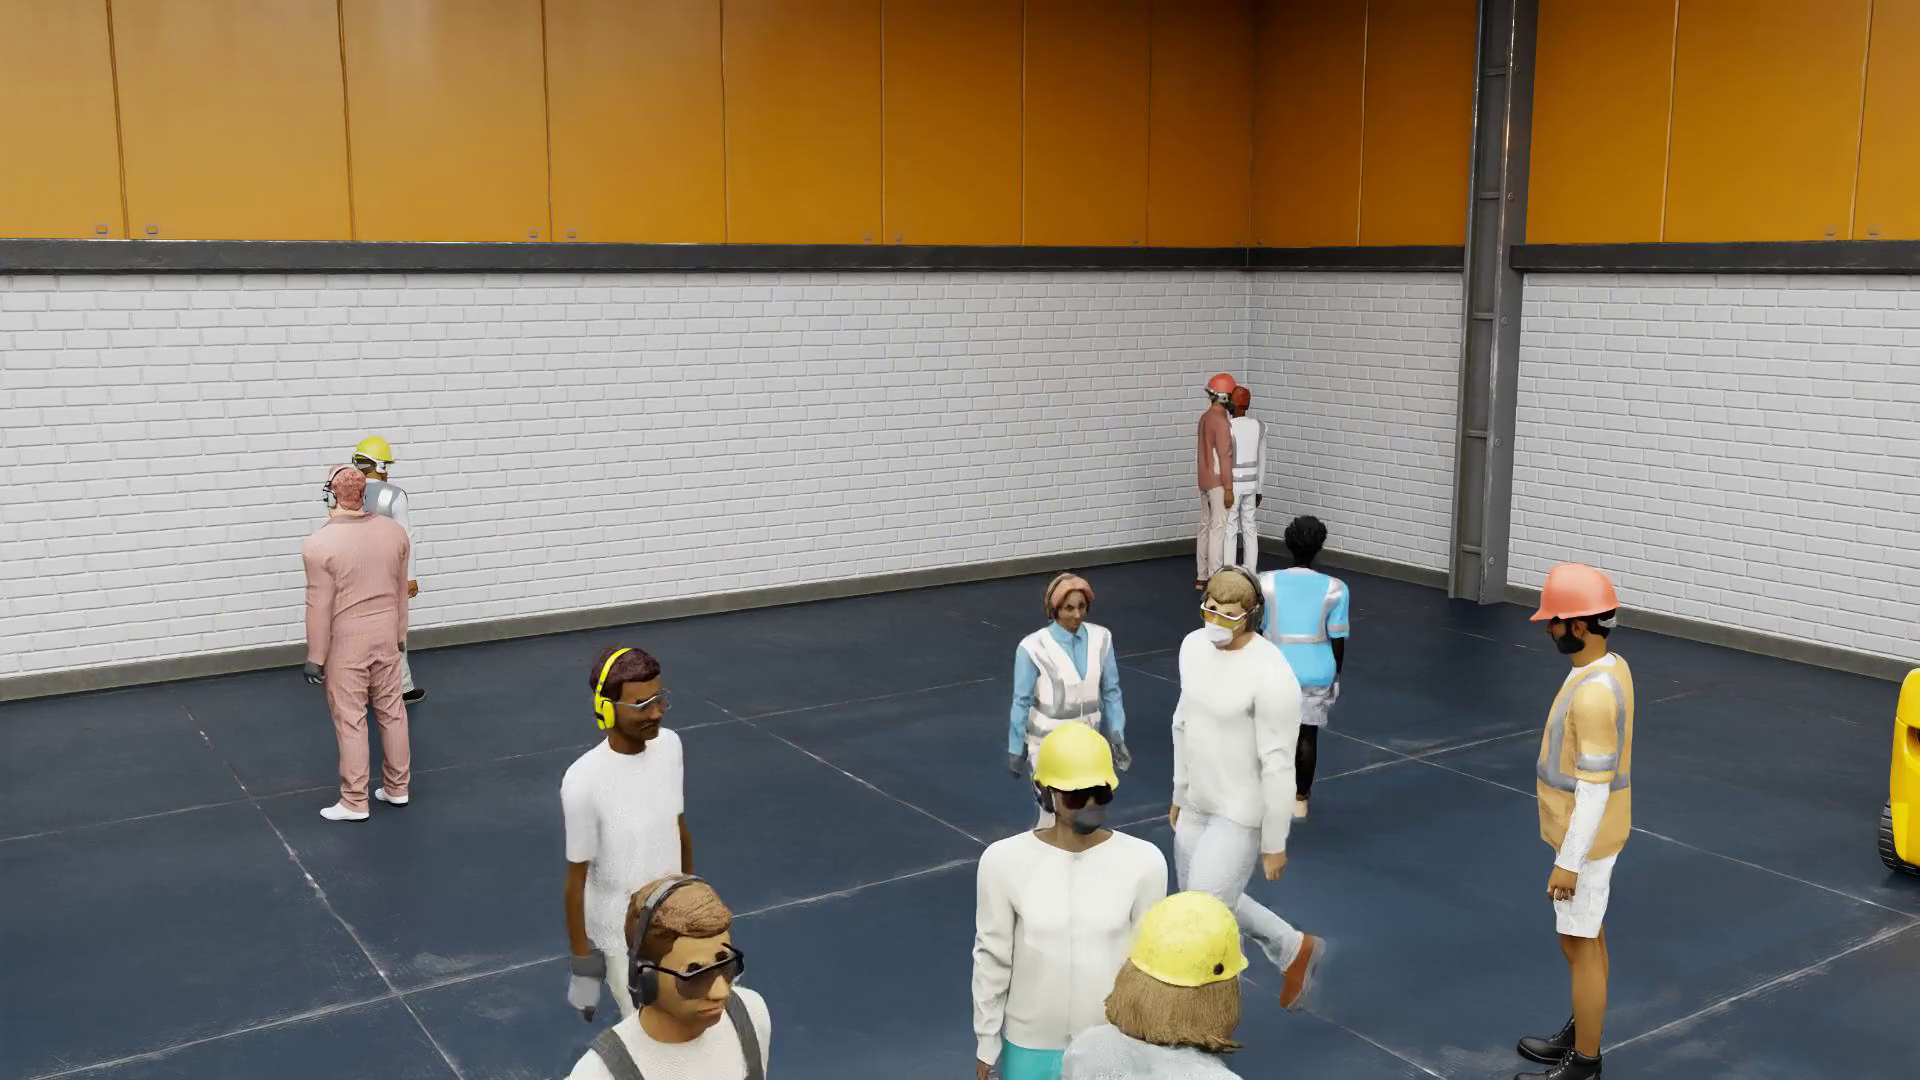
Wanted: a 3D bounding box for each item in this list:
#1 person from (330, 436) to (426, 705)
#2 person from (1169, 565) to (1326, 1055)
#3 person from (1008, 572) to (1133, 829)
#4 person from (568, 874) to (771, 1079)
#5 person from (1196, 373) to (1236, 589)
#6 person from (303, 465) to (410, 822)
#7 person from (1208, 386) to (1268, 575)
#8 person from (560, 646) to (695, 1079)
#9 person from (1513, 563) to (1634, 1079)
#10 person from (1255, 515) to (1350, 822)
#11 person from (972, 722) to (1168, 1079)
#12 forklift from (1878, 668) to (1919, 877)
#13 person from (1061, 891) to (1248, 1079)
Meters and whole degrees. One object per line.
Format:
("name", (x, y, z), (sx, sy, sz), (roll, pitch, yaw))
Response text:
("person", (-3.907, 0.213, 11.181), (0.588, 1.822, 0.403), (2, 10, 12))
("person", (1.063, 1.005, 6.182), (0.736, 1.903, 0.645), (-4, 10, -22))
("person", (0.517, 0.948, 7.382), (0.506, 1.605, 0.741), (-7, 12, -37))
("person", (-0.512, 1.524, 3.243), (0.414, 1.828, 0.544), (8, 12, 39))
("person", (2.334, -0.496, 14.982), (0.409, 1.995, 0.620), (-2, 10, -11))
("person", (-3.239, 0.549, 8.902), (0.403, 1.911, 0.637), (6, 11, 32))
("person", (2.490, -0.445, 14.965), (0.574, 1.883, 0.356), (-5, 11, -27))
("person", (-1.042, 1.210, 5.134), (0.733, 1.847, 0.539), (4, 10, 24))
("person", (2.175, 1.037, 5.901), (0.374, 1.928, 0.542), (4, 10, 24))
("person", (1.753, 0.706, 8.648), (0.532, 1.672, 0.615), (1, 9, 6))
("person", (0.299, 1.350, 4.491), (0.533, 1.770, 0.307), (0, 9, -2))
("forklift", (5.511, 0.571, 7.906), (2.313, 2.155, 1.214), (-6, 11, -33))
("person", (0.494, 1.546, 3.465), (0.745, 1.716, 0.509), (-8, 13, -41))
